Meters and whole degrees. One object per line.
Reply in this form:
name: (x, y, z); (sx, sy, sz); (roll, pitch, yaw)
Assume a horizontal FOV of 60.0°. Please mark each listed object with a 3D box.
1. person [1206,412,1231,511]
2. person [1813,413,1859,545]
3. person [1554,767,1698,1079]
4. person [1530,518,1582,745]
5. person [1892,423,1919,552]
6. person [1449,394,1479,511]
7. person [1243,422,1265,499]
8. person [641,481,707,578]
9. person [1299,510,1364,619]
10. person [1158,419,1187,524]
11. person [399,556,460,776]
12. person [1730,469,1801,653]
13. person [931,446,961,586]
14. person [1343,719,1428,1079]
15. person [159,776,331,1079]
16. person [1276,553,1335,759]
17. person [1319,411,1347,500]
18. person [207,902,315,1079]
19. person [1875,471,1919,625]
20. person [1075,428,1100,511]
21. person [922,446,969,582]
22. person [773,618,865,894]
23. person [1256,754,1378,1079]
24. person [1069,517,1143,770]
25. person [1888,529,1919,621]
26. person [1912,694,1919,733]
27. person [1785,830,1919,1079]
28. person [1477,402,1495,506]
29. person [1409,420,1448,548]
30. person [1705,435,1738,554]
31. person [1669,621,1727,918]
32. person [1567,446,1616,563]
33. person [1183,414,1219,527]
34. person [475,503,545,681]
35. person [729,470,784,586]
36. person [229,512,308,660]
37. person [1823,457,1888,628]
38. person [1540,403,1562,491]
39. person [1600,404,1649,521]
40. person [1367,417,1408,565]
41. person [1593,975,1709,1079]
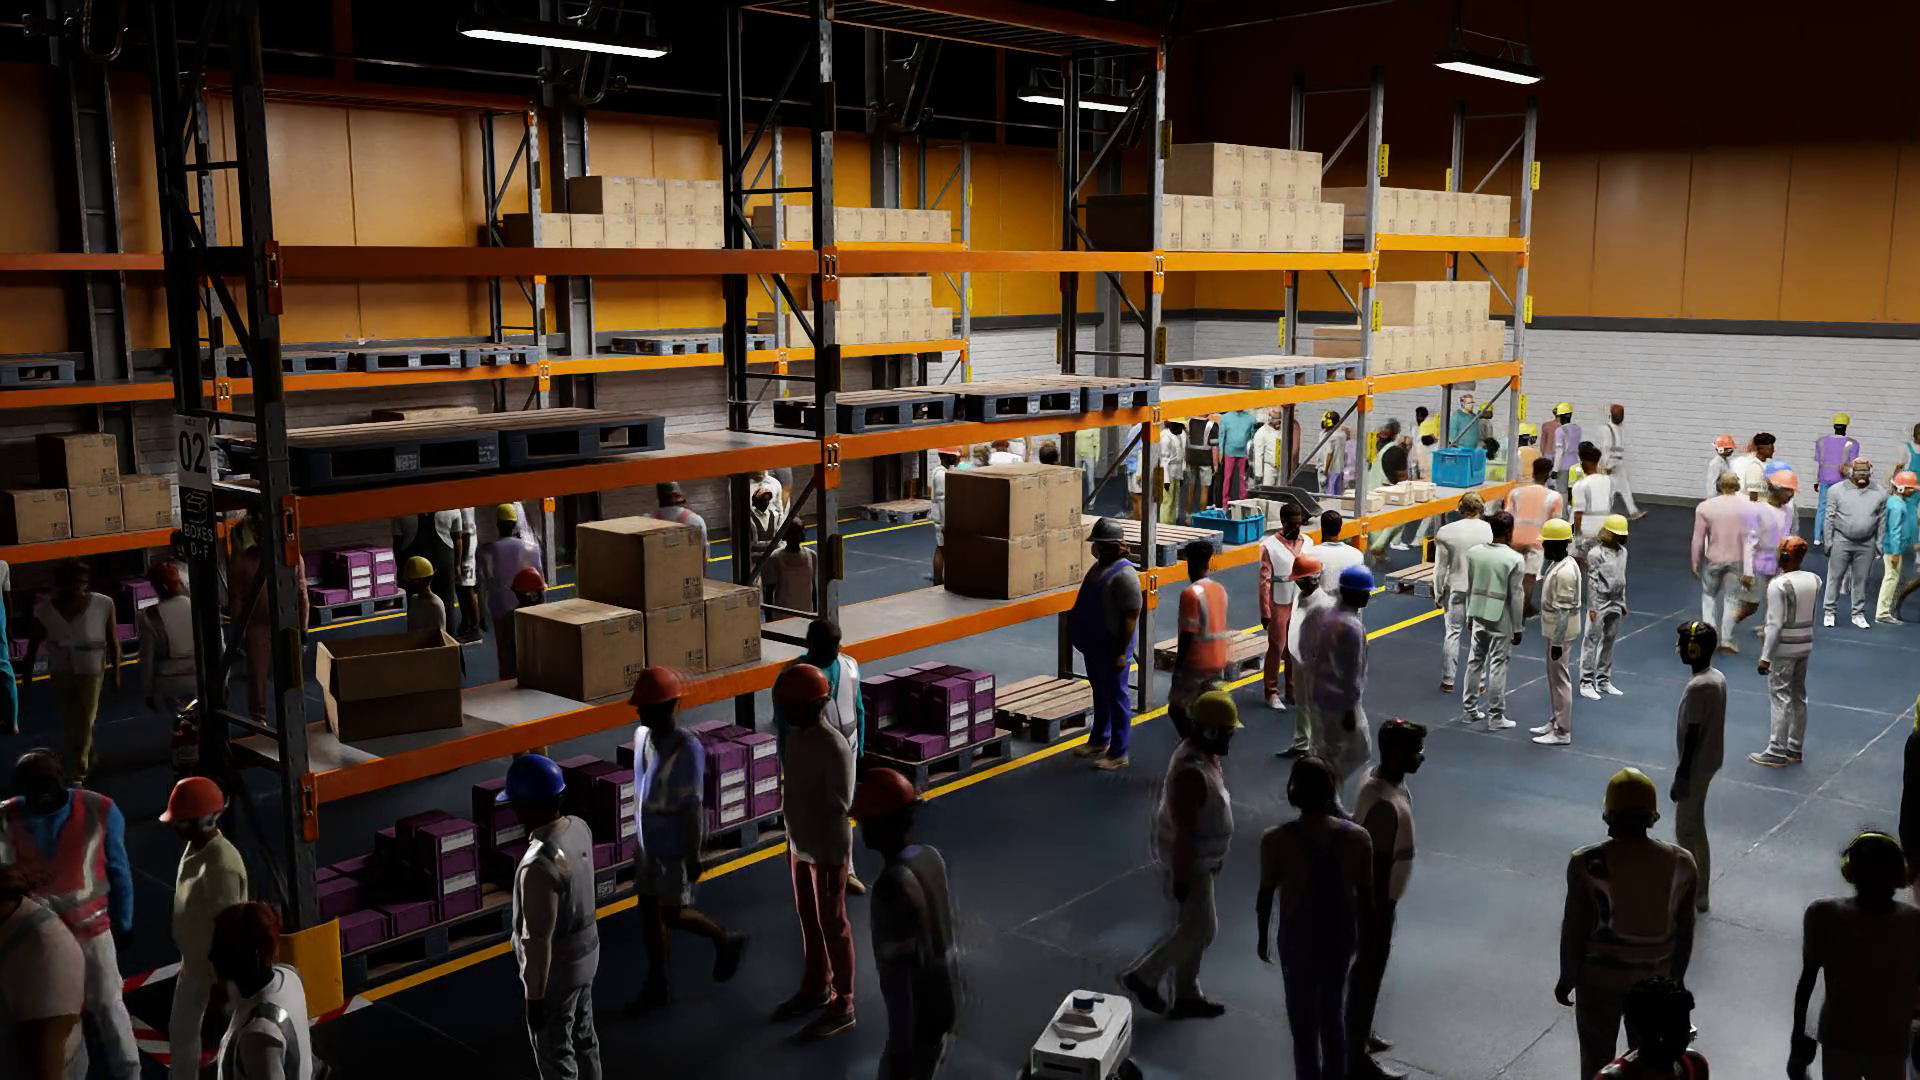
person: (4.234, -1.423, 27.156); (0.386, 1.919, 0.581); (-5, 11, -30)
person: (12.515, -0.858, 23.788); (0.588, 1.918, 0.401); (9, 13, 44)
person: (2.961, 1.918, 7.455); (0.599, 1.830, 0.403); (0, 10, -2)
person: (5.032, 0.770, 14.059); (0.396, 1.918, 0.588); (2, 10, 14)
person: (13.493, -0.737, 23.397); (0.515, 1.799, 0.925); (-2, 10, -10)
person: (8.271, -1.433, 27.241); (0.642, 1.909, 0.409); (-7, 12, -35)
person: (4.580, -0.971, 25.141); (0.603, 1.672, 0.550); (-9, 13, -42)
person: (-2.844, 0.328, 16.325); (0.681, 2.000, 0.917); (-2, 10, -14)
person: (3.236, 0.689, 14.580); (0.600, 1.909, 0.398); (-3, 10, -16)
person: (3.204, -1.040, 25.138); (0.589, 1.822, 0.465); (-7, 12, -37)
person: (-4.237, 0.992, 13.216); (0.350, 1.758, 0.522); (-8, 13, -41)
person: (8.145, 0.267, 16.844); (0.643, 1.991, 0.926); (-2, 10, -14)
person: (-0.168, -0.269, 20.202); (0.373, 1.933, 0.550); (0, 10, 0)
person: (2.095, 1.777, 8.319); (0.405, 1.832, 0.572); (3, 10, 16)
person: (-3.436, 1.923, 7.776); (0.838, 1.725, 0.572); (-9, 13, -42)
person: (2.789, 0.964, 13.412); (0.337, 1.742, 0.562); (-3, 10, -15)
person: (5.528, -0.984, 24.692); (0.326, 1.865, 0.519); (9, 13, 43)
person: (-2.427, 2.165, 5.831); (0.355, 1.884, 0.574); (-3, 10, -16)
person: (10.538, 0.083, 18.698); (0.354, 1.737, 0.574); (5, 11, 29)
person: (2.027, -1.349, 27.189); (0.528, 1.761, 0.340); (4, 10, 20)
person: (-0.036, -0.325, 20.966); (0.923, 1.783, 0.582); (0, 10, 1)
person: (-0.873, 1.393, 10.610); (0.630, 1.832, 0.429); (-7, 12, -37)
person: (1.631, 1.889, 7.665); (0.526, 1.818, 0.547); (-1, 10, -5)
person: (1.146, 0.820, 13.389); (0.536, 2.000, 0.674); (-3, 10, -18)
person: (10.856, 0.017, 18.605); (0.576, 1.907, 0.691); (-7, 12, -34)
person: (5.850, 1.489, 9.721); (0.352, 1.929, 0.594); (-4, 10, -24)
person: (3.588, 2.051, 6.614); (0.534, 1.847, 0.497); (5, 11, 28)
person: (8.749, -1.441, 27.774); (0.297, 1.744, 0.487); (-3, 10, -16)
person: (6.833, -0.846, 23.983); (1.117, 1.841, 0.613); (-8, 12, -39)
person: (10.246, -0.548, 22.410); (0.330, 1.751, 0.563); (6, 11, 32)
person: (4.555, 1.422, 10.364); (0.350, 1.856, 0.519); (7, 12, 36)
person: (7.401, -0.142, 19.490); (0.617, 1.930, 0.956); (-3, 10, -16)
person: (3.699, -1.190, 25.443); (0.611, 2.030, 0.409); (7, 12, 36)
person: (-4.113, 0.592, 15.242); (0.605, 1.882, 0.992); (-3, 10, -17)
person: (-2.318, -0.058, 19.074); (0.651, 1.900, 0.401); (-4, 10, -23)
person: (-7.026, 0.302, 16.900); (0.634, 1.907, 0.813); (4, 10, 22)
person: (9.942, 0.032, 18.493); (0.638, 1.910, 0.407); (2, 10, 12)
person: (9.827, -1.385, 27.416); (0.533, 1.757, 0.336); (8, 12, 39)
person: (10.310, -1.190, 25.998); (0.589, 1.835, 0.964); (-7, 12, -36)
person: (5.671, -0.647, 22.148); (0.631, 2.000, 0.721); (-7, 12, -36)
person: (2.332, 2.287, 5.657); (0.541, 1.695, 0.315); (-5, 11, -28)
